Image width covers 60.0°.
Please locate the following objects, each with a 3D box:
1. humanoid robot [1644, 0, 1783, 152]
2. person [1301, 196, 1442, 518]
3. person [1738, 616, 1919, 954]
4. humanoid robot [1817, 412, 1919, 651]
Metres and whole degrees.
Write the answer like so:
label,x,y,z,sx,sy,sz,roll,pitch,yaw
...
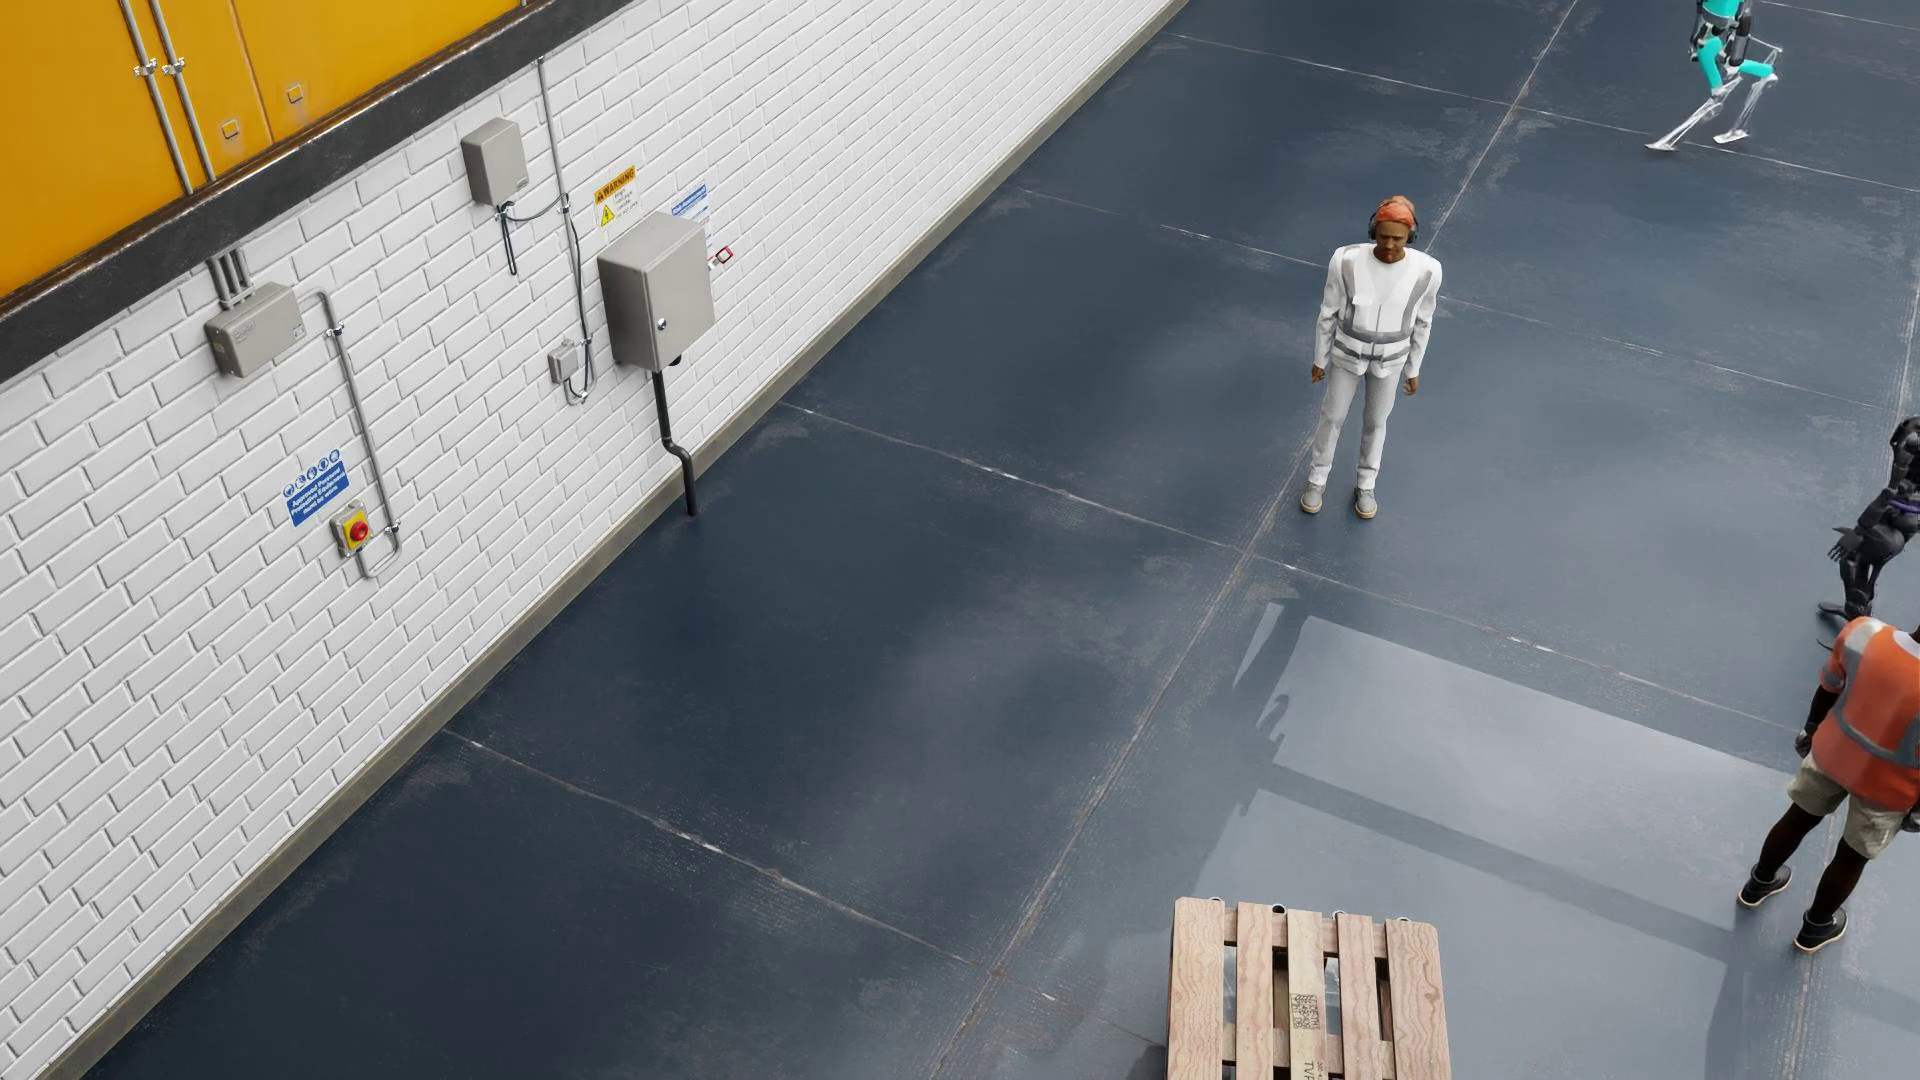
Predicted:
label,x,y,z,sx,sy,sz,roll,pitch,yaw
humanoid robot,5.547,-3.546,11.855,1.034,1.752,0.560,-11,42,-12
person,2.126,-0.933,8.685,0.577,1.882,0.354,7,41,8
person,3.567,0.875,6.537,0.369,1.958,0.595,-19,44,-21
humanoid robot,4.428,-0.115,7.897,0.603,1.648,0.396,-28,48,-29
